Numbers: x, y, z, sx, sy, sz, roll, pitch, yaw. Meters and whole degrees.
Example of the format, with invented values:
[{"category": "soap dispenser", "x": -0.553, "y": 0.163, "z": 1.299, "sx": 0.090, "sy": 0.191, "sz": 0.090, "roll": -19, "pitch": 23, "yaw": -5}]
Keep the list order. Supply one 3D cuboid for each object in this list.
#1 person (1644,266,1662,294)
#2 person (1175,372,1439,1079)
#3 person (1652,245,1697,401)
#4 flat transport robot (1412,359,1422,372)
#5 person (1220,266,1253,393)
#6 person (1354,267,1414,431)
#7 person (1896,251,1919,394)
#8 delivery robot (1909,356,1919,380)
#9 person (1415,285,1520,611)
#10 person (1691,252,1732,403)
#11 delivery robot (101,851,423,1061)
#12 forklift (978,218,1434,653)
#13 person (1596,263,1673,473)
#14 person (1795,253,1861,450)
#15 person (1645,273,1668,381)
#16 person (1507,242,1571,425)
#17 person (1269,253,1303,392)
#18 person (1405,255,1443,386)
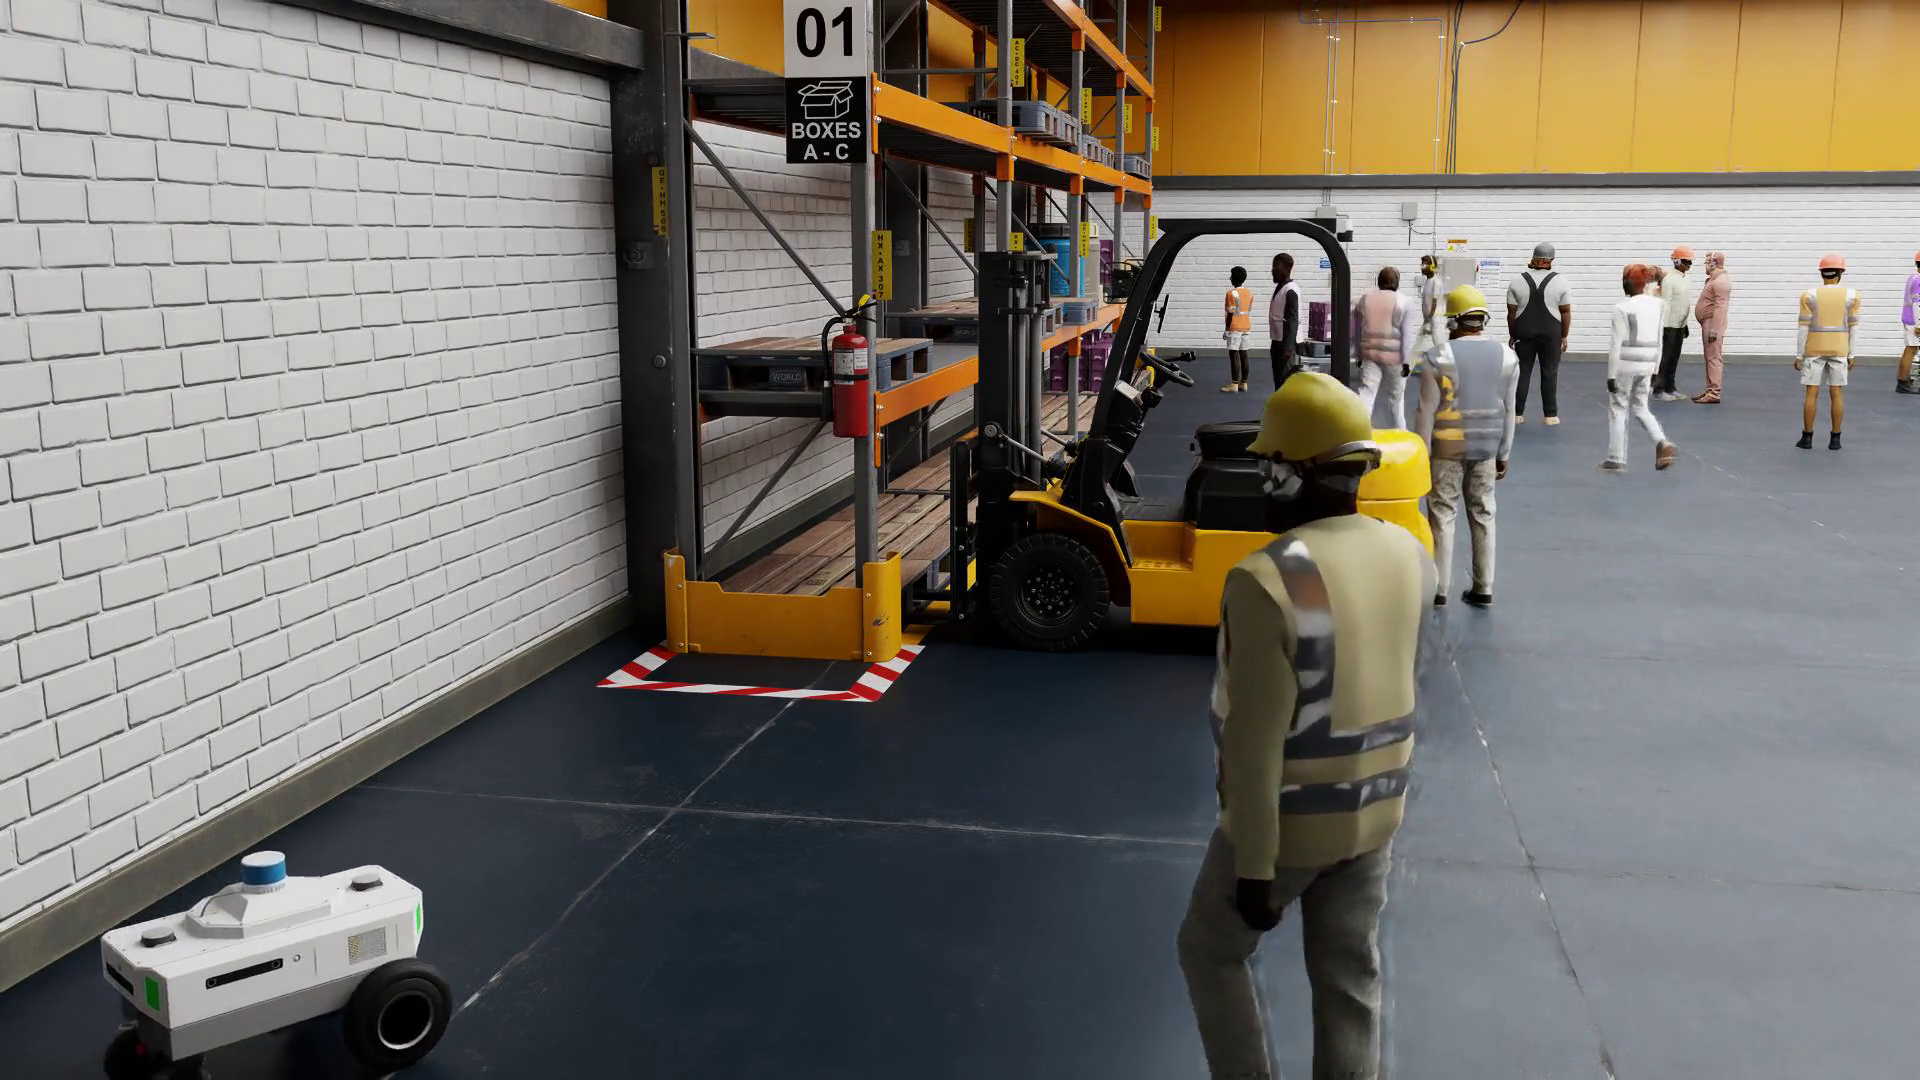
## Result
[{"category": "person", "x": 10.732, "y": -3.430, "z": 25.848, "sx": 0.307, "sy": 1.641, "sz": 0.512, "roll": -6, "pitch": 12, "yaw": -31}, {"category": "person", "x": 0.703, "y": 0.551, "z": 3.540, "sx": 0.609, "sy": 1.811, "sz": 0.545, "roll": -7, "pitch": 12, "yaw": -33}, {"category": "person", "x": 9.162, "y": -2.765, "z": 21.277, "sx": 0.607, "sy": 1.986, "sz": 0.417, "roll": -10, "pitch": 14, "yaw": -43}, {"category": "flat transport robot", "x": 7.169, "y": -2.639, "z": 25.267, "sx": 1.431, "sy": 0.197, "sz": 0.652, "roll": 4, "pitch": 11, "yaw": 20}, {"category": "person", "x": 3.732, "y": -2.829, "z": 22.399, "sx": 0.318, "sy": 1.697, "sz": 0.535, "roll": 9, "pitch": 14, "yaw": 41}, {"category": "person", "x": 4.246, "y": -1.827, "z": 16.650, "sx": 0.649, "sy": 1.791, "sz": 0.952, "roll": 7, "pitch": 13, "yaw": 35}, {"category": "person", "x": 12.827, "y": -2.921, "z": 22.255, "sx": 0.399, "sy": 1.933, "sz": 0.556, "roll": 5, "pitch": 11, "yaw": 24}, {"category": "delivery robot", "x": 13.623, "y": -2.466, "z": 23.285, "sx": 0.707, "sy": 0.478, "sz": 0.477, "roll": -3, "pitch": 11, "yaw": -18}, {"category": "person", "x": 2.826, "y": -0.513, "z": 9.355, "sx": 0.589, "sy": 1.824, "sz": 0.403, "roll": -2, "pitch": 10, "yaw": -10}, {"category": "person", "x": 9.473, "y": -2.675, "z": 20.986, "sx": 0.402, "sy": 1.904, "sz": 0.651, "roll": 4, "pitch": 11, "yaw": 20}, {"category": "delivery robot", "x": -1.724, "y": 1.021, "z": 4.144, "sx": 0.707, "sy": 0.478, "sz": 0.477, "roll": -11, "pitch": 16, "yaw": -43}, {"category": "forklift", "x": 1.285, "y": -0.567, "z": 8.635, "sx": 2.313, "sy": 2.155, "sz": 1.214, "roll": 2, "pitch": 11, "yaw": 11}, {"category": "person", "x": 5.960, "y": -1.490, "z": 14.609, "sx": 0.590, "sy": 1.862, "sz": 0.651, "roll": -4, "pitch": 11, "yaw": -19}, {"category": "person", "x": 8.536, "y": -1.853, "z": 16.410, "sx": 0.542, "sy": 1.931, "sz": 0.375, "roll": 4, "pitch": 11, "yaw": 19}, {"category": "person", "x": 10.261, "y": -3.119, "z": 24.340, "sx": 0.535, "sy": 1.572, "sz": 0.781, "roll": 6, "pitch": 12, "yaw": 29}, {"category": "person", "x": 6.481, "y": -2.310, "z": 18.612, "sx": 0.688, "sy": 2.000, "sz": 0.539, "roll": 6, "pitch": 12, "yaw": 28}, {"category": "person", "x": 3.466, "y": -2.105, "z": 17.821, "sx": 0.382, "sy": 1.917, "sz": 0.596, "roll": -1, "pitch": 10, "yaw": -5}, {"category": "person", "x": 6.425, "y": -3.013, "z": 23.042, "sx": 0.933, "sy": 1.823, "sz": 0.542, "roll": -1, "pitch": 10, "yaw": -7}]
